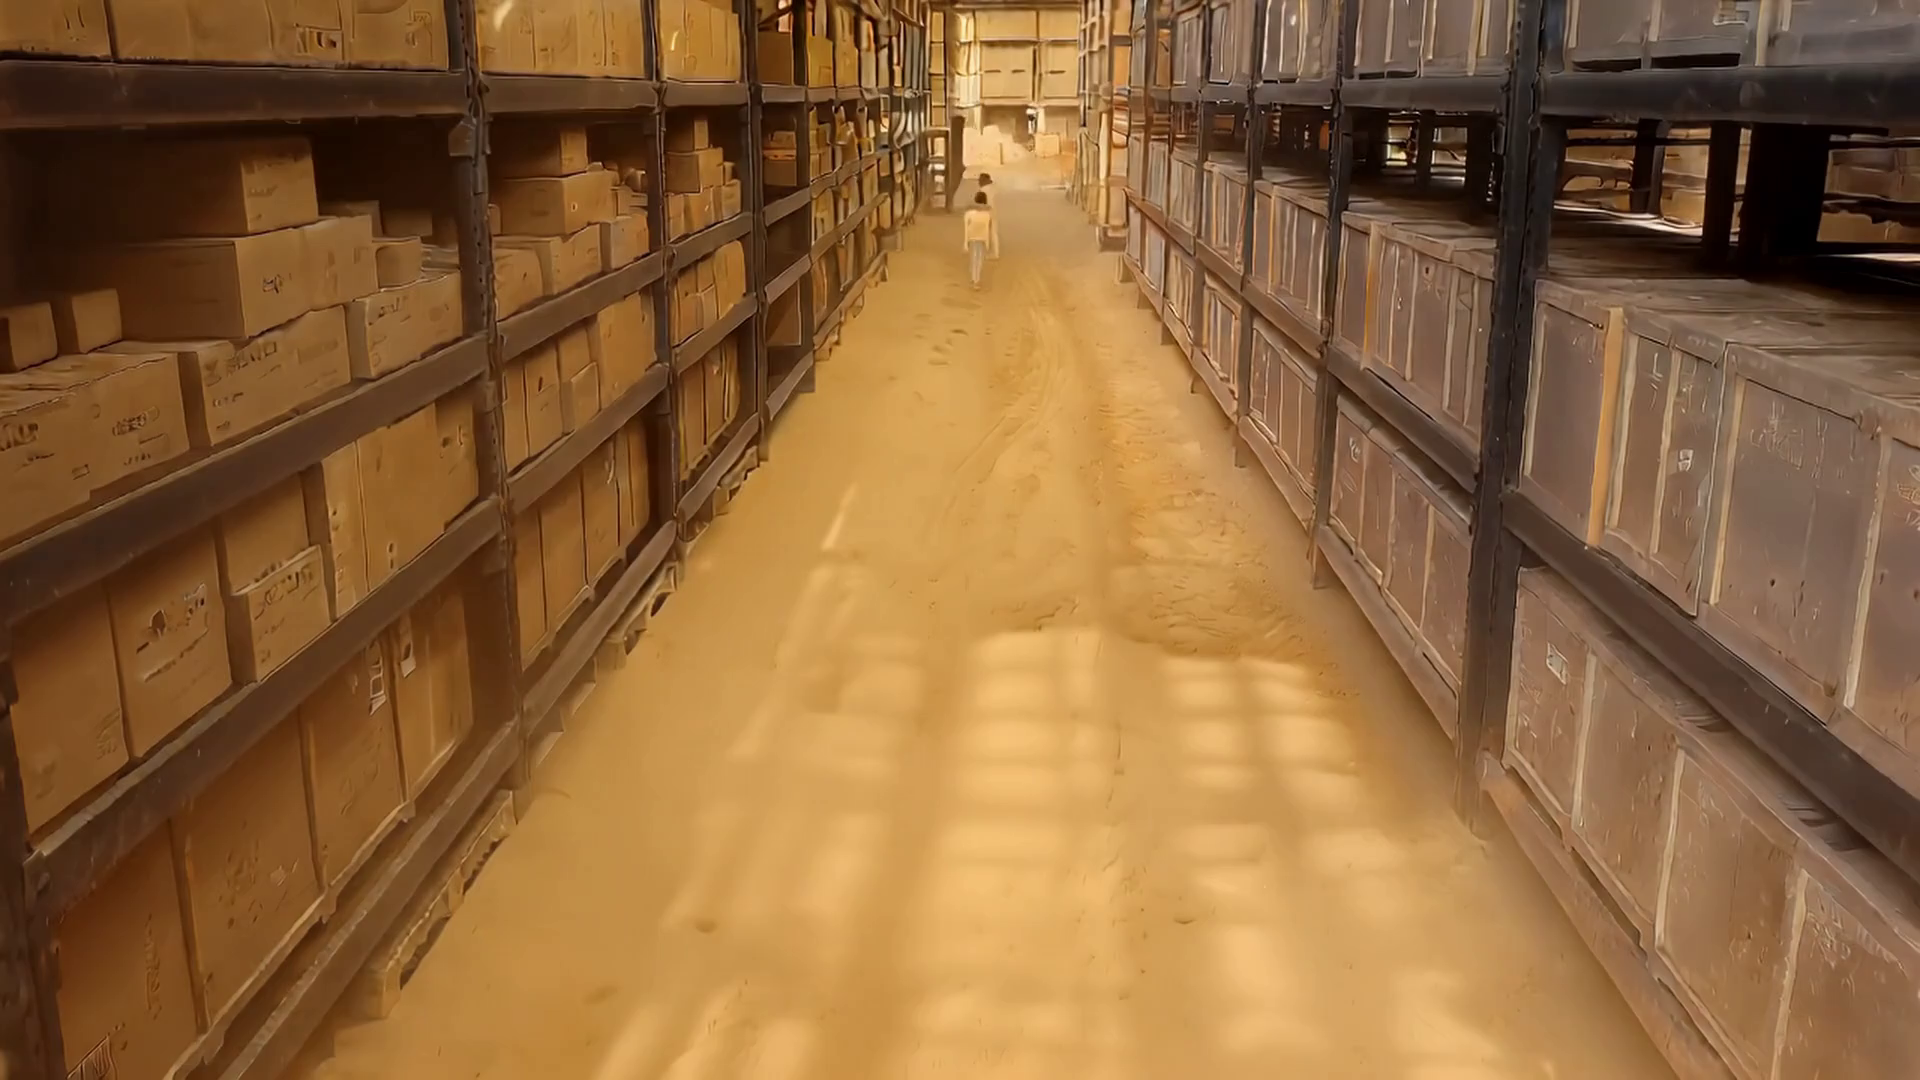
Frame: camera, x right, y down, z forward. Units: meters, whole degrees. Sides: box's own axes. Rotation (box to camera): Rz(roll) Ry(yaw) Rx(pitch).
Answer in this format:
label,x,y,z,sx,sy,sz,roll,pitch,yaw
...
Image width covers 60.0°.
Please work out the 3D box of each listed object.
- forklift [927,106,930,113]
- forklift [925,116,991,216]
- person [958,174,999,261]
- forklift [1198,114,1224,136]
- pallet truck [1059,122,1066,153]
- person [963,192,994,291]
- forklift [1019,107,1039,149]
label,x,y,z,sx,sy,sz,roll,pitch,yaw
forklift,-2.001,-20.667,84.687,1.129,2.768,1.873,0,15,2
forklift,-0.045,-10.751,47.793,1.873,2.768,1.129,0,15,2
person,0.446,-6.819,35.214,0.914,1.794,0.639,9,18,31
forklift,7.924,-12.204,53.197,1.129,2.768,1.873,0,15,1
pallet truck,5.788,-21.111,88.014,1.885,1.965,0.823,5,16,18
person,0.369,-5.319,29.724,0.553,1.737,0.739,-8,17,-26
forklift,3.381,-19.719,81.158,1.129,2.768,1.873,-7,17,-24
